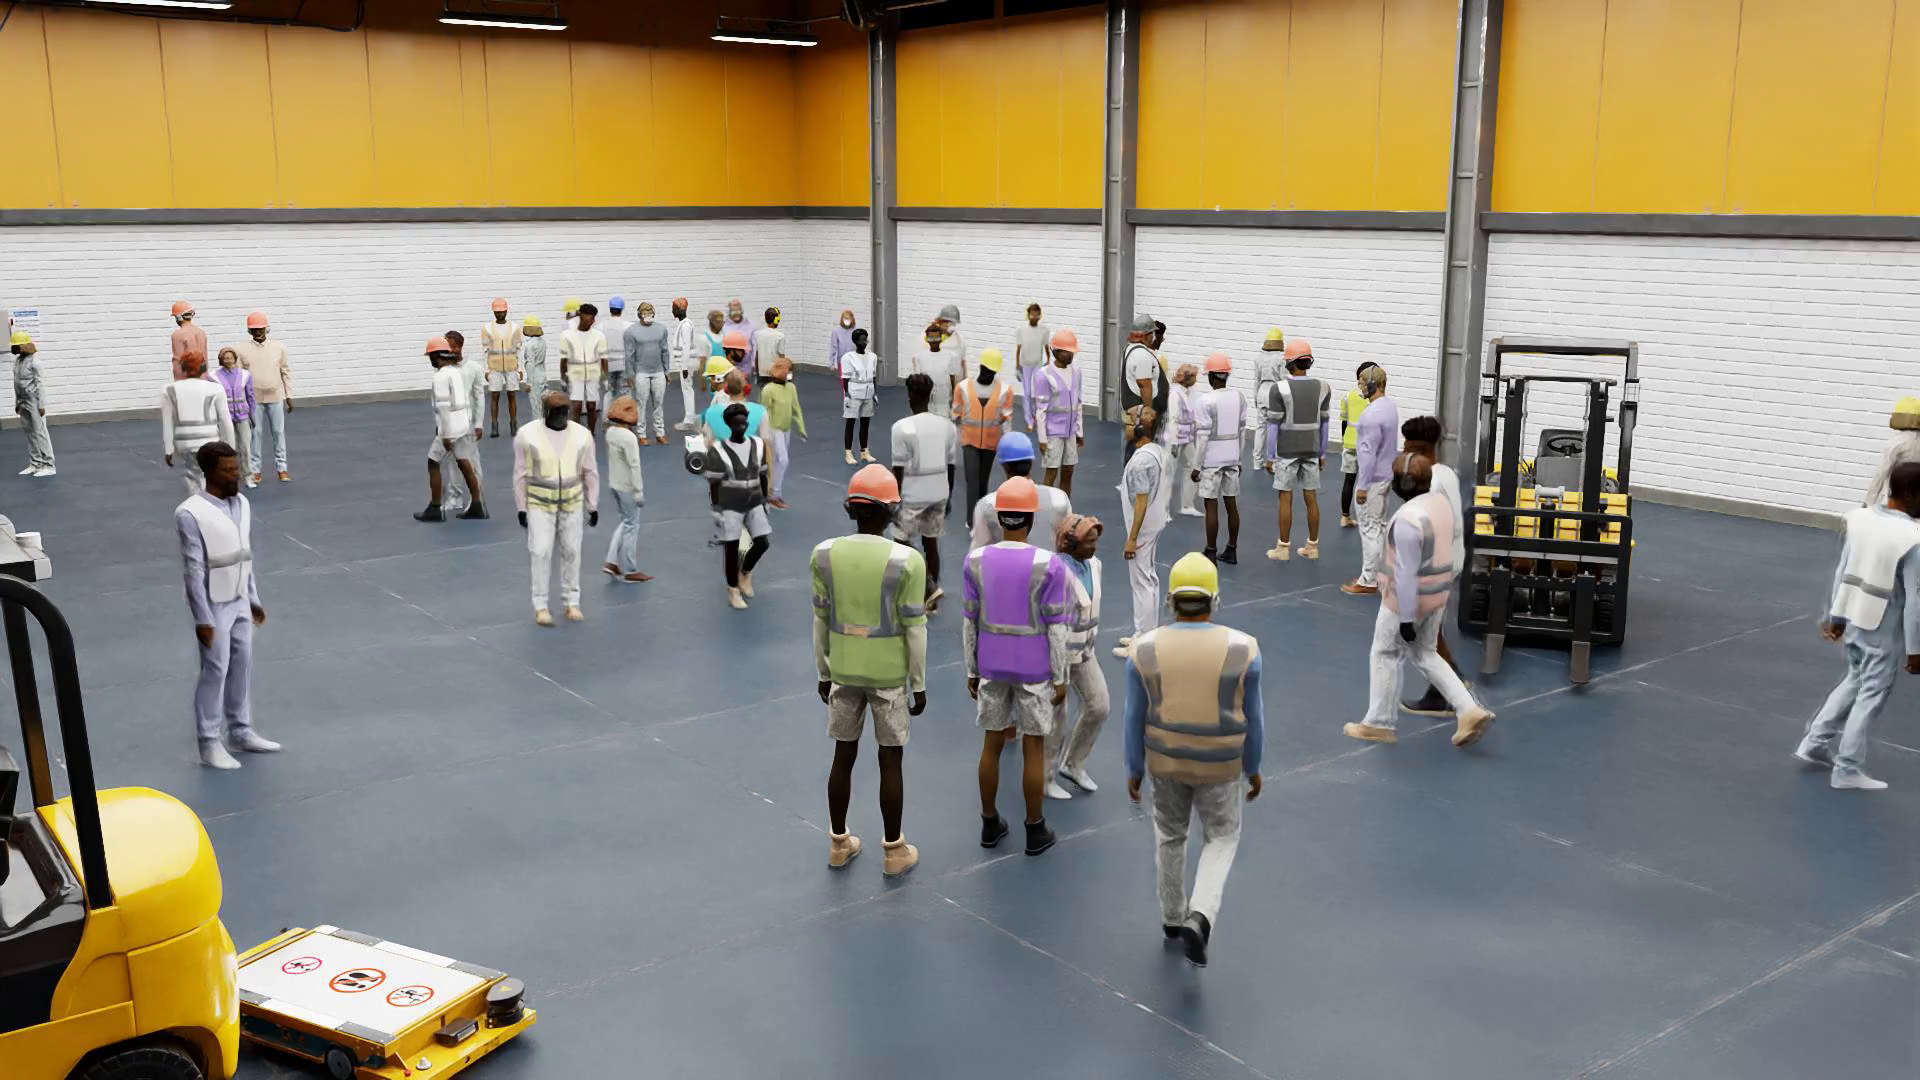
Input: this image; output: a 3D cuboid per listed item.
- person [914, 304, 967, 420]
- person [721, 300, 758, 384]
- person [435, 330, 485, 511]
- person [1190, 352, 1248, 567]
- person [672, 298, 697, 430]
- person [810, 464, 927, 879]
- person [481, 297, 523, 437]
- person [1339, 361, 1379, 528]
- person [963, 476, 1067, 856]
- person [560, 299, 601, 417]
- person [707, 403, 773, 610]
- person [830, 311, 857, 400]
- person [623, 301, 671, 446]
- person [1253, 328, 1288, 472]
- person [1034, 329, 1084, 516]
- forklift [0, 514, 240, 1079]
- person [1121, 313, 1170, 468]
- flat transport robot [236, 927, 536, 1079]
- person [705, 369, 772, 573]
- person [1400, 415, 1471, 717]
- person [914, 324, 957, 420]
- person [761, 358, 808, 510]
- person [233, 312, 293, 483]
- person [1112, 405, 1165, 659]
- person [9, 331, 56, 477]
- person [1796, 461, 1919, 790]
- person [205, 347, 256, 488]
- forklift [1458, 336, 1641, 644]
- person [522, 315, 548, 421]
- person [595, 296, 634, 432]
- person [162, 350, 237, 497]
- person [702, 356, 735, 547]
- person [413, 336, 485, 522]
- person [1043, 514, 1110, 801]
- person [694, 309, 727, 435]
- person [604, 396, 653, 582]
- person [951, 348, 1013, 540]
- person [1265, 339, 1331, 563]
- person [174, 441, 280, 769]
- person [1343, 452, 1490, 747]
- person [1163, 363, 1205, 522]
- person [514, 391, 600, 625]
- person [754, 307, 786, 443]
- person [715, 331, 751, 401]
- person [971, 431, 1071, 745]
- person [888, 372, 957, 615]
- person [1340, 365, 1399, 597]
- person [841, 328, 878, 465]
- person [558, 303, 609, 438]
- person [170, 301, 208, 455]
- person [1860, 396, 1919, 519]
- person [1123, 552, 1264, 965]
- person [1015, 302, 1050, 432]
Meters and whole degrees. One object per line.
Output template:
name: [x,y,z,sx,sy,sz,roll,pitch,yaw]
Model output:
person: [-0.196,-1.900,20.412,0.704,2.000,0.542,-6,13,-29]
person: [-3.101,-2.433,23.406,0.632,1.860,0.908,-6,13,-25]
person: [-5.283,-1.254,17.585,0.587,1.920,0.391,4,12,19]
person: [2.312,-0.719,14.955,0.542,1.939,0.362,-6,13,-28]
person: [-3.937,-2.513,23.770,0.358,1.880,0.576,-2,12,-11]
person: [-0.432,0.639,8.184,0.604,2.034,0.418,5,13,21]
person: [-6.317,-2.388,23.016,0.547,1.938,0.377,-4,12,-18]
person: [4.012,-0.931,16.564,0.320,1.695,0.538,-9,15,-37]
person: [0.284,0.637,8.439,0.545,1.928,0.388,5,13,21]
person: [-5.761,-2.742,25.094,0.405,1.793,0.669,7,14,31]
person: [-1.774,-0.268,13.387,0.548,1.682,0.361,-8,14,-33]
person: [-1.717,-2.669,25.223,0.506,1.590,0.858,1,12,6]
person: [-4.174,-2.221,22.245,0.636,1.930,0.372,-8,14,-34]
person: [3.786,-1.702,20.204,0.325,1.737,0.488,-11,16,-43]
person: [1.005,-1.060,16.388,0.611,2.032,0.410,-11,16,-42]
forklift: [-3.687,1.115,5.480,2.313,2.155,1.214,-9,15,-36]
person: [2.051,-1.476,18.362,0.539,2.000,0.689,-2,12,-10]
flat transport robot: [-2.474,1.837,6.661,1.431,0.197,0.652,6,13,27]
person: [-1.927,-0.555,14.407,0.587,1.830,0.633,2,12,11]
person: [2.991,0.167,10.659,0.454,1.937,0.623,6,13,26]
person: [-0.278,-1.581,19.316,0.511,1.862,0.325,0,12,0]
person: [-1.875,-1.130,17.723,0.560,1.611,0.504,7,13,29]
person: [-8.090,-1.655,19.336,0.625,1.992,0.389,-5,13,-25]
person: [1.297,-0.058,11.989,0.345,1.846,0.507,4,12,18]
person: [-11.087,-1.619,19.806,0.488,1.737,0.320,7,14,31]
person: [5.106,0.488,9.286,0.408,1.884,0.684,-1,12,-5]
person: [-8.266,-1.376,18.882,0.510,1.629,0.316,-9,14,-36]
forklift: [4.683,-0.471,13.136,1.214,2.155,2.313,4,12,20]
person: [-5.681,-2.125,22.222,0.295,1.744,0.489,2,12,9]
person: [-4.785,-2.445,23.306,0.614,1.932,0.475,2,12,10]
person: [-7.347,-0.919,16.152,0.607,1.841,0.931,-2,12,-9]
person: [-2.248,-0.846,15.866,0.403,1.820,0.602,0,12,-2]
person: [-5.297,-1.127,17.043,0.818,1.887,0.564,1,12,5]
person: [0.612,0.646,9.134,0.460,1.615,0.579,8,14,35]
person: [-3.318,-2.204,22.403,0.746,1.816,0.529,8,14,34]
person: [-2.871,-0.427,14.317,0.360,1.629,0.503,-8,14,-34]
person: [0.187,-0.969,16.376,0.651,1.861,0.995,-1,12,-3]
person: [3.063,-0.810,15.184,0.603,2.034,0.416,-3,12,-16]
person: [-4.333,0.369,9.765,0.387,1.919,0.592,2,12,8]
person: [2.776,0.373,9.993,0.784,1.812,0.613,10,16,41]
person: [2.296,-0.993,17.041,0.507,1.621,0.600,7,14,31]
person: [-3.147,-0.263,13.047,0.658,1.826,0.460,-6,13,-27]
person: [-2.516,-2.173,22.192,0.522,1.856,0.342,6,13,25]
person: [-2.349,-1.200,17.287,0.376,1.933,0.551,-4,12,-20]
person: [0.372,0.307,10.006,0.632,1.931,0.471,-3,12,-13]
person: [-0.278,-0.346,13.122,0.616,1.946,0.476,-9,15,-36]
person: [3.454,-0.492,13.898,0.380,1.928,0.636,6,13,27]
person: [-1.245,-1.787,20.701,0.534,1.697,0.322,-9,15,-38]
person: [-4.876,-2.093,21.622,0.651,1.922,0.708,-5,13,-22]
person: [-9.952,-2.092,21.496,0.410,1.980,0.624,2,12,11]
person: [7.589,-0.322,13.593,0.496,1.700,0.836,-7,13,-30]
person: [0.995,0.954,7.173,0.604,1.809,0.615,3,12,16]
person: [1.032,-2.439,23.514,0.515,1.843,0.442,-1,12,-3]
